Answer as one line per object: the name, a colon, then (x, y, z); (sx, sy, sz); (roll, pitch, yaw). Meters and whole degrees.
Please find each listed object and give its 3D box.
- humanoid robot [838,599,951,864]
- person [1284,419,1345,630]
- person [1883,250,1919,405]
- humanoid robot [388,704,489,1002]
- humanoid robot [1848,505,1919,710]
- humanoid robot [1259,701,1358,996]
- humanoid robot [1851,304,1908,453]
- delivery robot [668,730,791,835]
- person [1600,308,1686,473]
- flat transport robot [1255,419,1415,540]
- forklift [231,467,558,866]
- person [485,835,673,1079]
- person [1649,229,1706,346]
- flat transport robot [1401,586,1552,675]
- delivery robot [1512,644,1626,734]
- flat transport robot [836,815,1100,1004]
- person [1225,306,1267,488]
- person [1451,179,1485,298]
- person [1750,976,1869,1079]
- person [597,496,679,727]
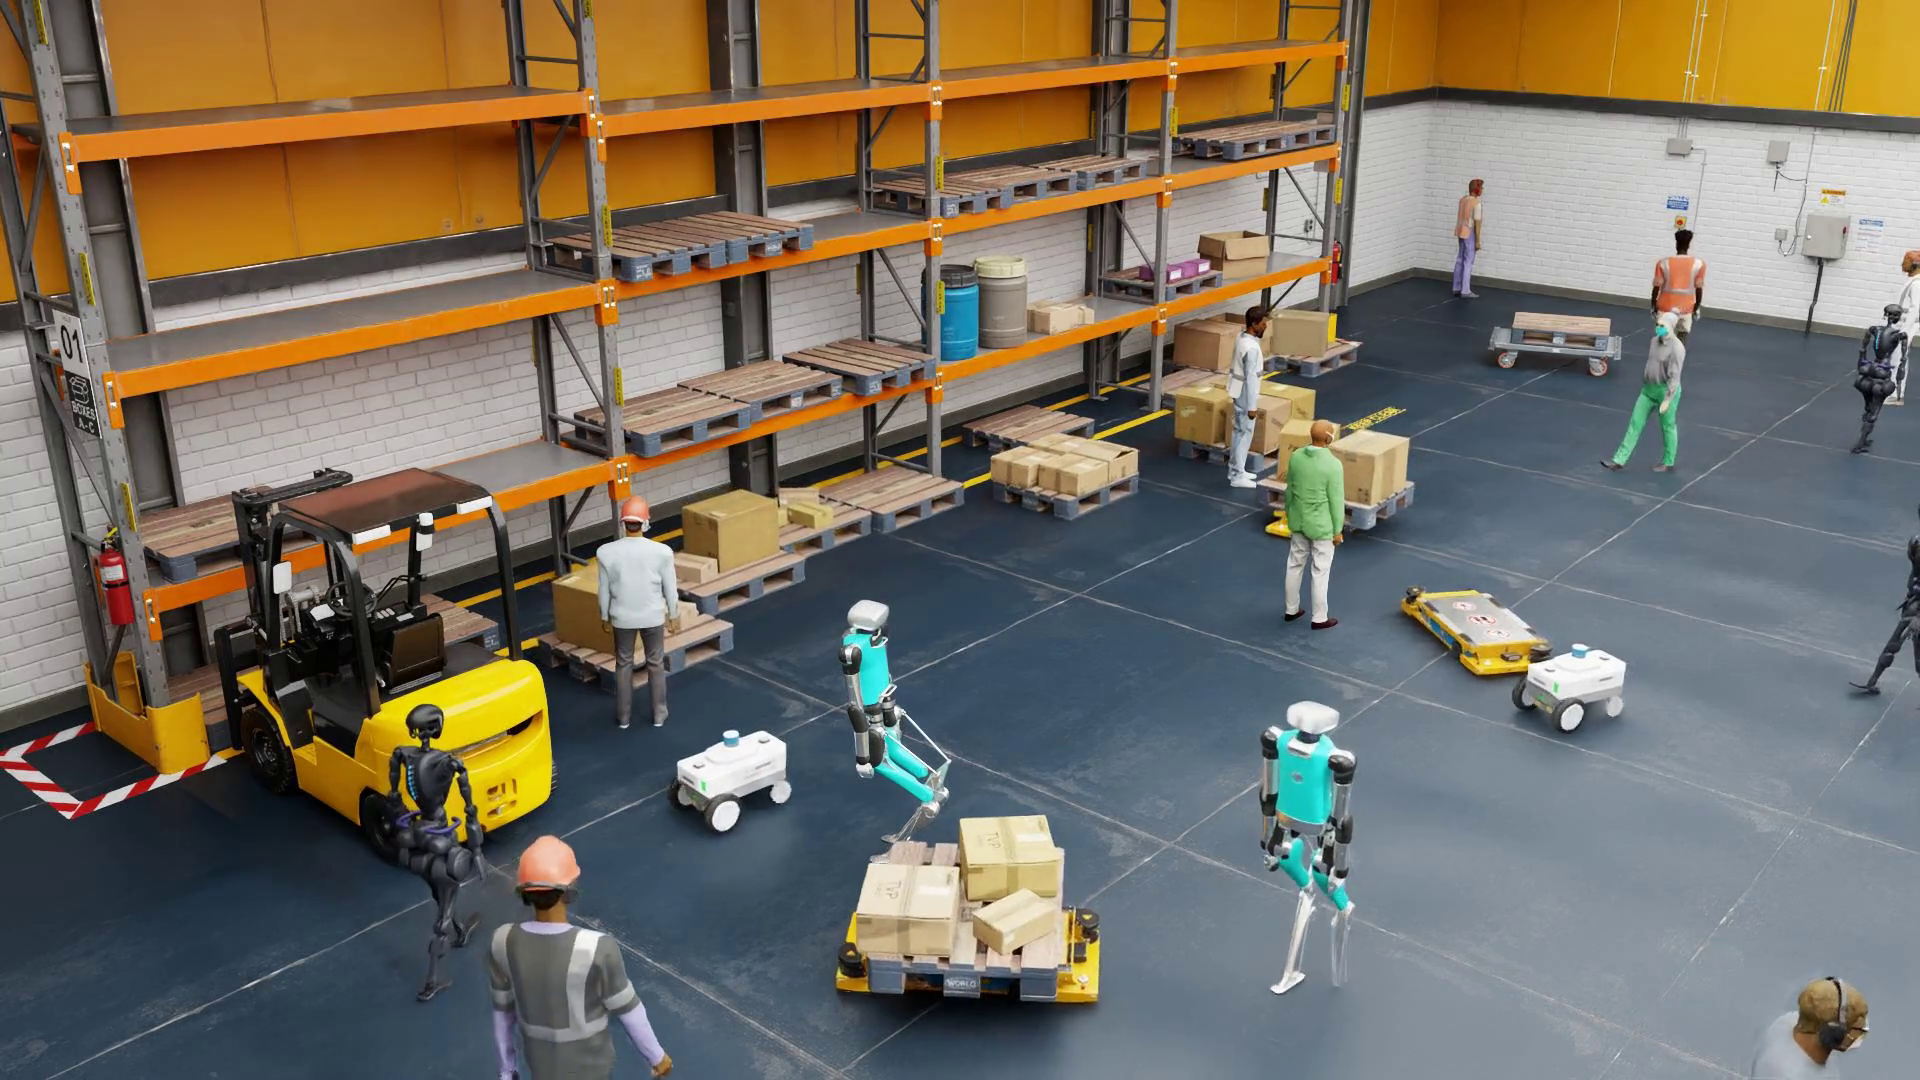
humanoid robot: (-0.334, 1.189, 10.016); (0.735, 1.677, 0.533); (7, 21, 18)
person: (2.924, -0.131, 13.721); (0.383, 1.784, 0.538); (-19, 27, -41)
person: (11.467, -2.587, 20.235); (0.356, 1.879, 0.583); (8, 22, 21)
humanoid robot: (-2.851, 1.643, 9.113); (0.596, 1.627, 0.749); (8, 22, 21)
humanoid robot: (7.052, 0.469, 12.286); (0.629, 1.640, 0.585); (7, 22, 19)
humanoid robot: (1.954, 1.666, 9.011); (0.531, 1.856, 0.705); (16, 26, 37)
humanoid robot: (10.161, -1.796, 18.385); (0.549, 1.641, 0.590); (-10, 22, -25)
delivery robot: (-1.510, 1.556, 10.944); (0.809, 0.611, 0.499); (-17, 26, -39)
person: (7.299, -1.549, 17.528); (0.918, 1.795, 0.555); (-8, 22, -20)
flat transport robot: (3.643, -0.259, 16.254); (0.659, 0.231, 1.431); (16, 26, 37)
forklift: (-3.730, 0.710, 10.856); (2.313, 2.155, 1.214); (17, 26, 38)
person: (-1.651, 2.218, 7.083); (0.704, 1.978, 1.056); (8, 22, 21)
person: (9.129, -2.985, 21.216); (0.637, 1.945, 0.483); (8, 22, 19)
flat transport robot: (4.213, 0.722, 13.596); (0.659, 0.231, 1.431); (-3, 21, -9)
delivery robot: (4.516, 1.057, 12.255); (0.754, 0.581, 0.499); (-9, 22, -22)
flat transport robot: (0.063, 2.295, 9.332); (1.431, 0.231, 0.659); (2, 20, 5)
person: (2.953, -1.481, 17.202); (0.400, 1.909, 0.597); (-1, 20, -2)
person: (7.973, -4.732, 26.097); (0.377, 1.841, 0.569); (-5, 21, -13)
person: (3.111, 2.491, 6.417); (0.574, 1.919, 0.643); (10, 22, 24)
person: (-2.315, 0.524, 12.011); (0.572, 1.737, 0.350); (-3, 20, -7)
